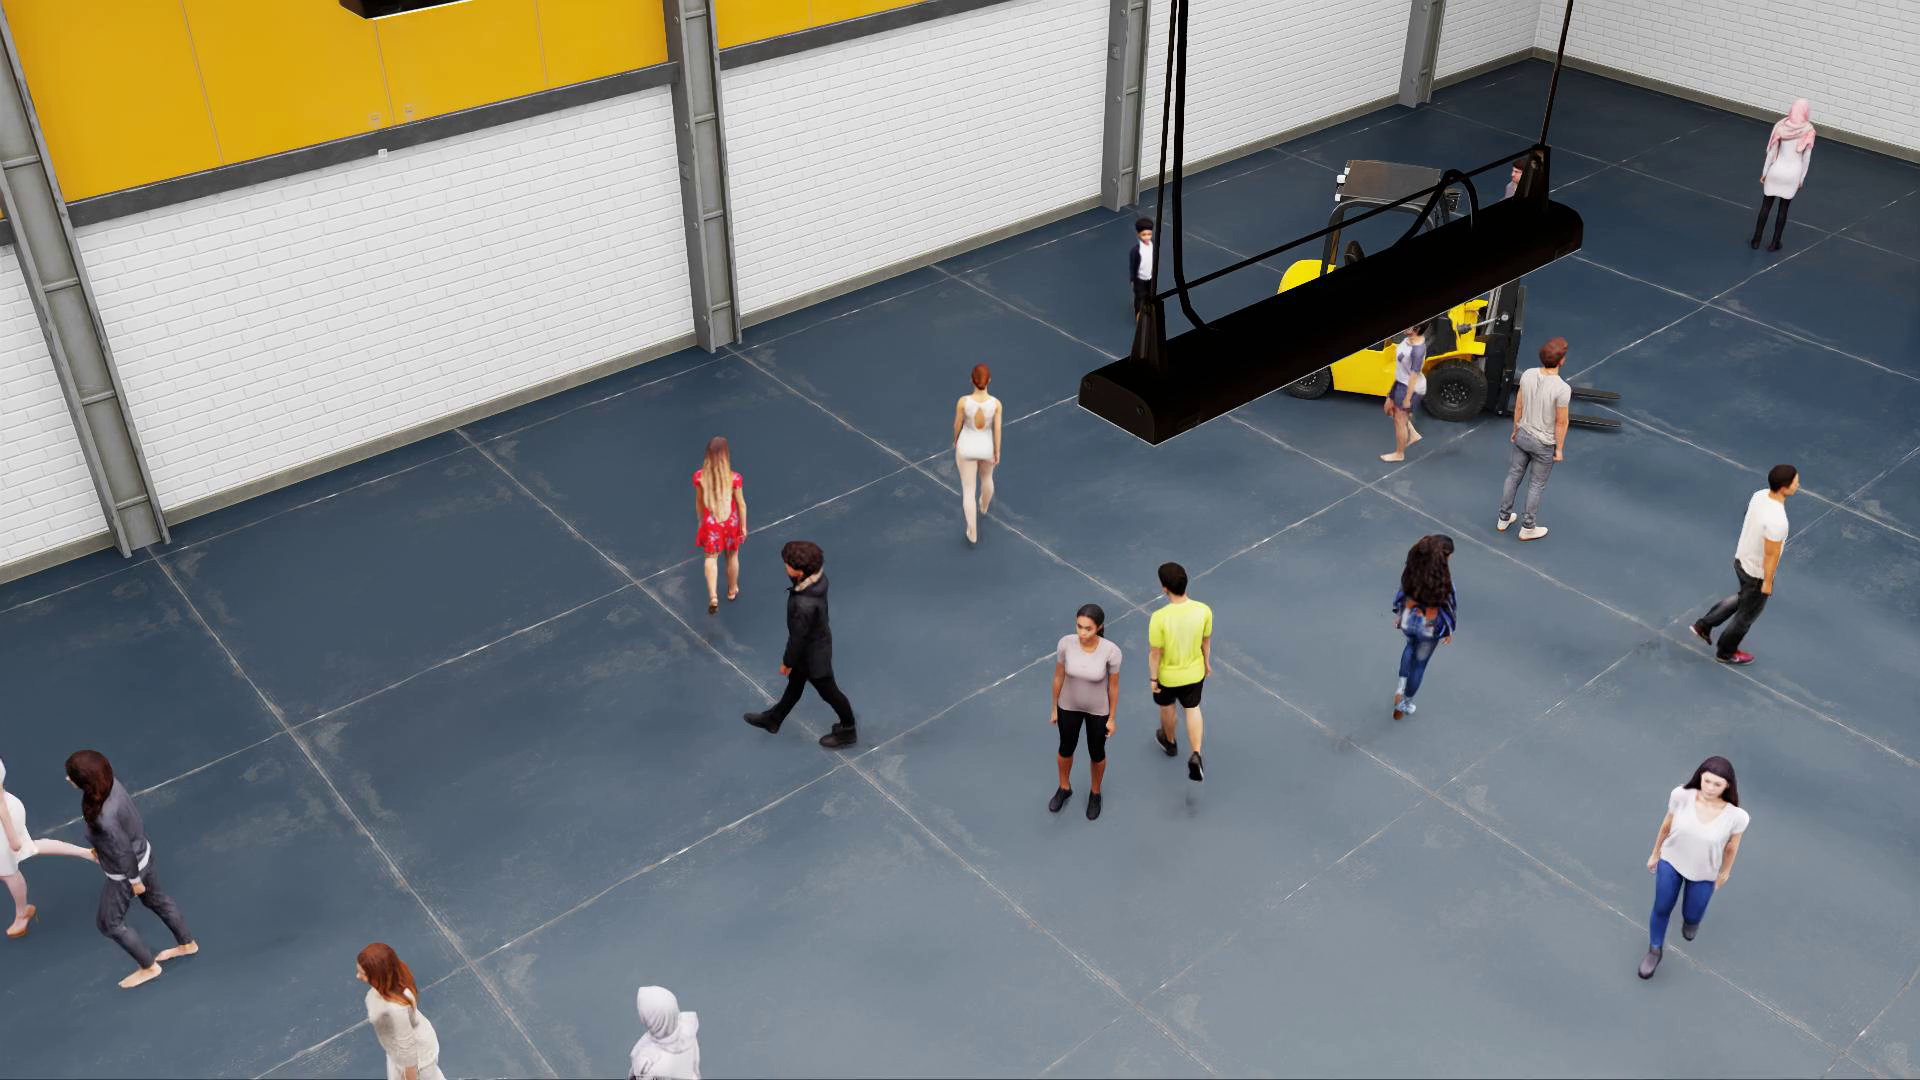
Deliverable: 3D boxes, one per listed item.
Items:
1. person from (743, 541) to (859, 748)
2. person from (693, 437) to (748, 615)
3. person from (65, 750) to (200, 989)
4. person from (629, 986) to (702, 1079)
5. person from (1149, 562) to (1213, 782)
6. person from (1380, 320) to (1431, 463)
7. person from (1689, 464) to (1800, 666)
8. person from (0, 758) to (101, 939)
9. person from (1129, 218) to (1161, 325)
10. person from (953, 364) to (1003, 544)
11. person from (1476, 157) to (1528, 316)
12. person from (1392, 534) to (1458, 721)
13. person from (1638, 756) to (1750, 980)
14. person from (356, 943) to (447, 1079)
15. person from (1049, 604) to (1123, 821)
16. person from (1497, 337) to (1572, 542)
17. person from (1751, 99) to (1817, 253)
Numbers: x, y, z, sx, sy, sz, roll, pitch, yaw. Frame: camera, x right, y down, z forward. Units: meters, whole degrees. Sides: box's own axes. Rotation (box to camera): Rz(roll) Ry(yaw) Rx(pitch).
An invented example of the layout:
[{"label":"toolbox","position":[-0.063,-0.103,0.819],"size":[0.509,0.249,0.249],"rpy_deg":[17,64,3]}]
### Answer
[{"label":"person","position":[-0.970,0.790,11.883],"size":[1.160,1.731,1.050],"rpy_deg":[-1,34,-1]},{"label":"person","position":[-1.938,-0.084,13.332],"size":[0.886,1.582,0.927],"rpy_deg":[1,34,1]},{"label":"person","position":[-4.979,1.942,10.132],"size":[0.792,1.751,0.733],"rpy_deg":[-11,35,-17]},{"label":"person","position":[-1.467,2.954,8.587],"size":[0.741,1.775,0.591],"rpy_deg":[18,38,25]},{"label":"person","position":[1.564,0.955,11.683],"size":[1.001,1.678,0.979],"rpy_deg":[-4,34,-6]},{"label":"person","position":[4.212,-1.422,15.372],"size":[0.773,1.553,0.714],"rpy_deg":[3,34,4]},{"label":"person","position":[5.997,0.190,12.731],"size":[0.917,1.791,0.858],"rpy_deg":[3,34,4]},{"label":"person","position":[-5.851,1.745,10.409],"size":[1.013,1.773,0.607],"rpy_deg":[-23,40,-30]},{"label":"person","position":[1.965,-2.901,17.896],"size":[0.628,1.221,0.671],"rpy_deg":[-11,35,-16]},{"label":"person","position":[0.134,-0.723,14.266],"size":[0.956,1.611,0.916],"rpy_deg":[-4,34,-6]},{"label":"person","position":[5.905,-3.191,17.766],"size":[0.641,1.848,0.722],"rpy_deg":[-13,36,-18]},{"label":"person","position":[3.333,0.663,12.182],"size":[0.614,1.611,0.638],"rpy_deg":[-27,42,-35]},{"label":"person","position":[4.477,1.963,10.176],"size":[0.717,1.667,0.896],"rpy_deg":[22,39,29]},{"label":"person","position":[-2.866,2.738,9.000],"size":[1.174,1.678,0.811],"rpy_deg":[-14,36,-20]},{"label":"person","position":[0.854,1.150,11.327],"size":[0.690,1.746,0.705],"rpy_deg":[10,35,14]},{"label":"person","position":[4.931,-0.872,14.230],"size":[0.539,1.901,0.643],"rpy_deg":[-24,41,-32]},{"label":"person","position":[9.614,-4.258,19.412],"size":[0.710,1.803,0.698],"rpy_deg":[18,38,25]}]
